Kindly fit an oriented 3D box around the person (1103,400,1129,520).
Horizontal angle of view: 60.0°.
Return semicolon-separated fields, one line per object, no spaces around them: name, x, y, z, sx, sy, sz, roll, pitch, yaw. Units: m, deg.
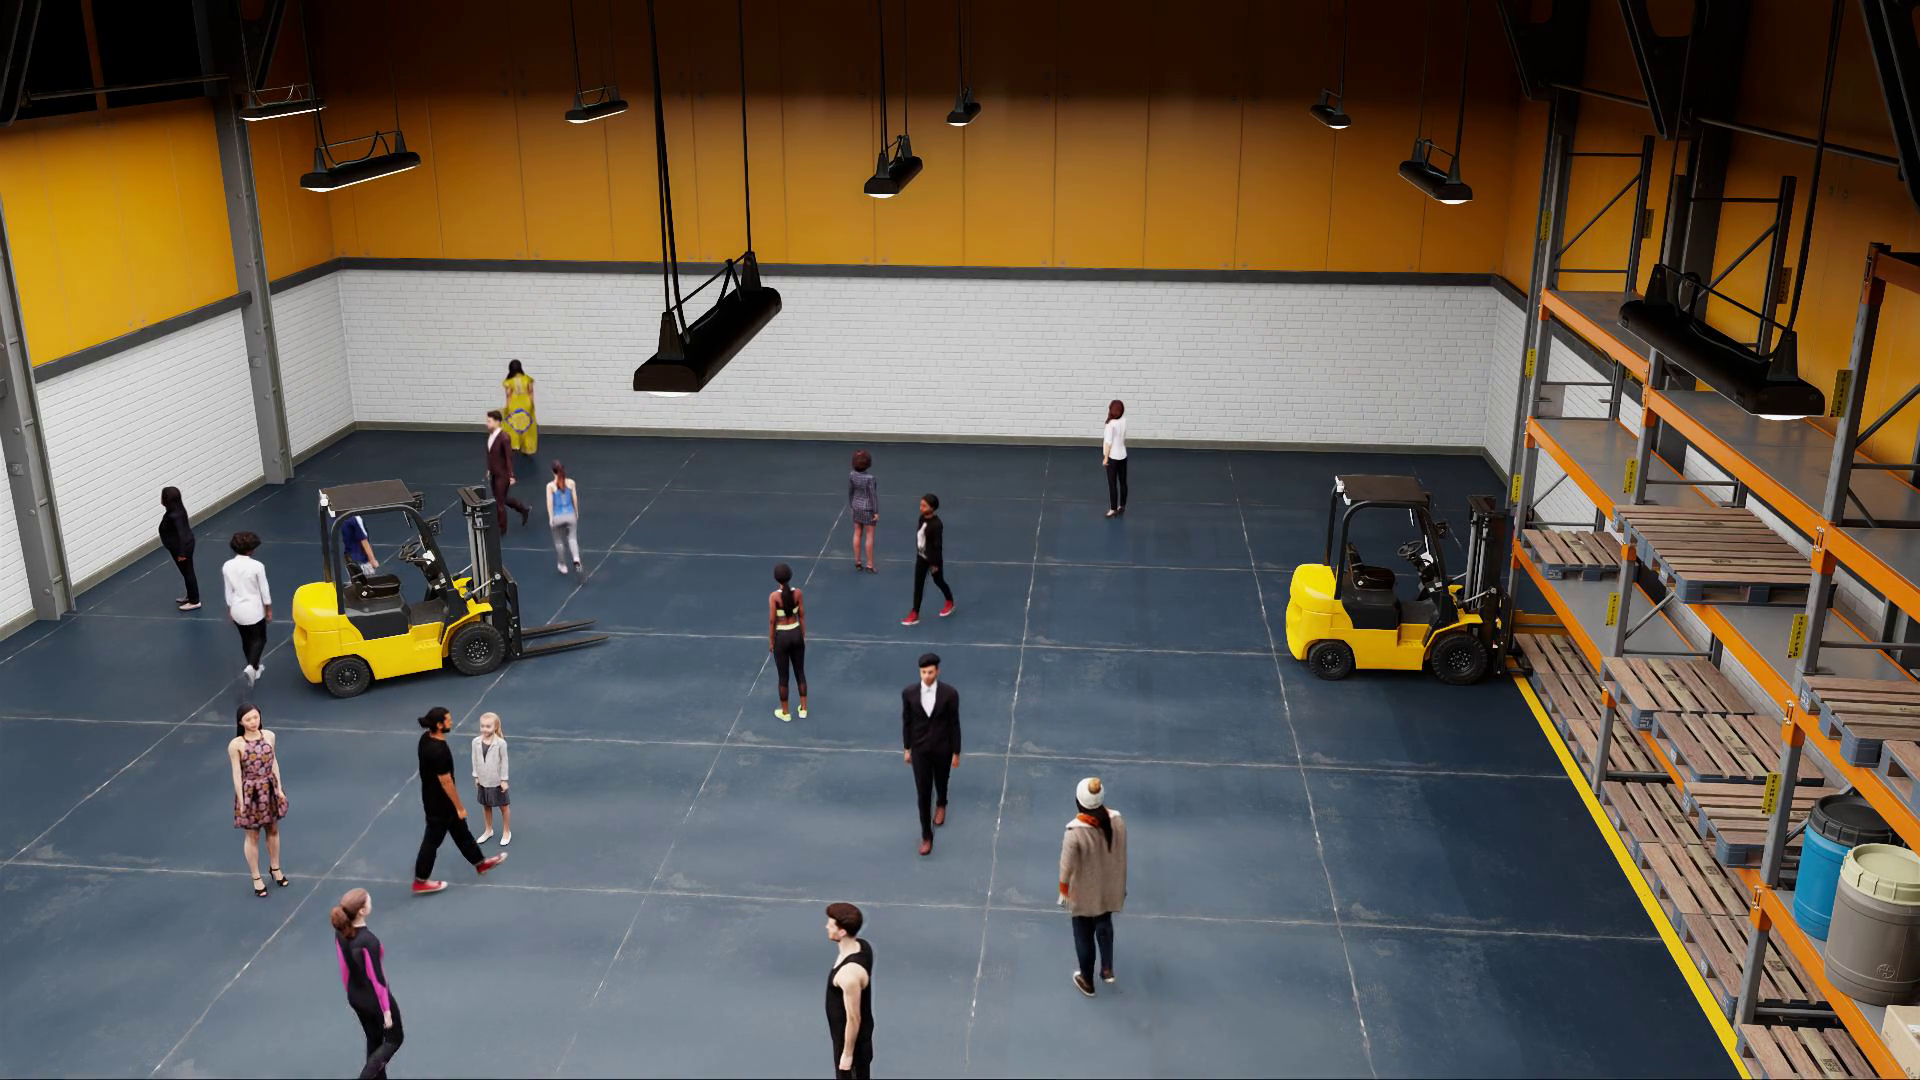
person;2.328;-1.207;24.635;0.666;1.795;0.740;-17;25;-40

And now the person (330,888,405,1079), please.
person;-4.148;3.236;11.524;0.752;1.742;0.898;10;21;27

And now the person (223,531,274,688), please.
person;-8.011;0.800;18.687;0.774;1.788;1.038;-3;19;-8

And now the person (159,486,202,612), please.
person;-9.857;0.087;21.073;0.817;1.616;0.729;-9;21;-25

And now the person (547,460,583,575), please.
person;-5.254;-0.265;22.153;0.855;1.593;0.982;-10;21;-28

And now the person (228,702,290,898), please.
person;-6.083;2.235;14.446;0.863;1.773;0.788;15;24;38

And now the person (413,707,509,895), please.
person;-4.588;2.286;14.384;1.020;1.717;1.091;-8;20;-22

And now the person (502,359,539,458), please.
person;-7.327;-2.182;27.767;0.949;1.643;0.969;-8;20;-22

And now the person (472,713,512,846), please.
person;-4.322;2.191;15.359;0.519;1.274;0.537;3;19;10

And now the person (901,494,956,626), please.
person;-0.310;0.226;20.626;1.156;1.637;1.060;-17;25;-41

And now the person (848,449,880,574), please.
person;-1.293;-0.384;22.341;0.706;1.699;0.718;14;23;35

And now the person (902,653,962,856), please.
person;-0.234;1.894;15.345;0.717;1.847;1.154;2;19;6

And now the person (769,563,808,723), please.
person;-1.841;1.093;17.869;0.636;1.754;0.650;-9;20;-24

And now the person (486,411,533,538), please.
person;-6.512;-0.963;23.830;1.119;1.846;1.059;-15;24;-38

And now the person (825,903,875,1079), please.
person;-0.728;3.284;11.150;0.757;1.889;0.512;0;19;0

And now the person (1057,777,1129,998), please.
person;1.076;2.704;12.885;0.828;1.882;0.835;-7;20;-20
